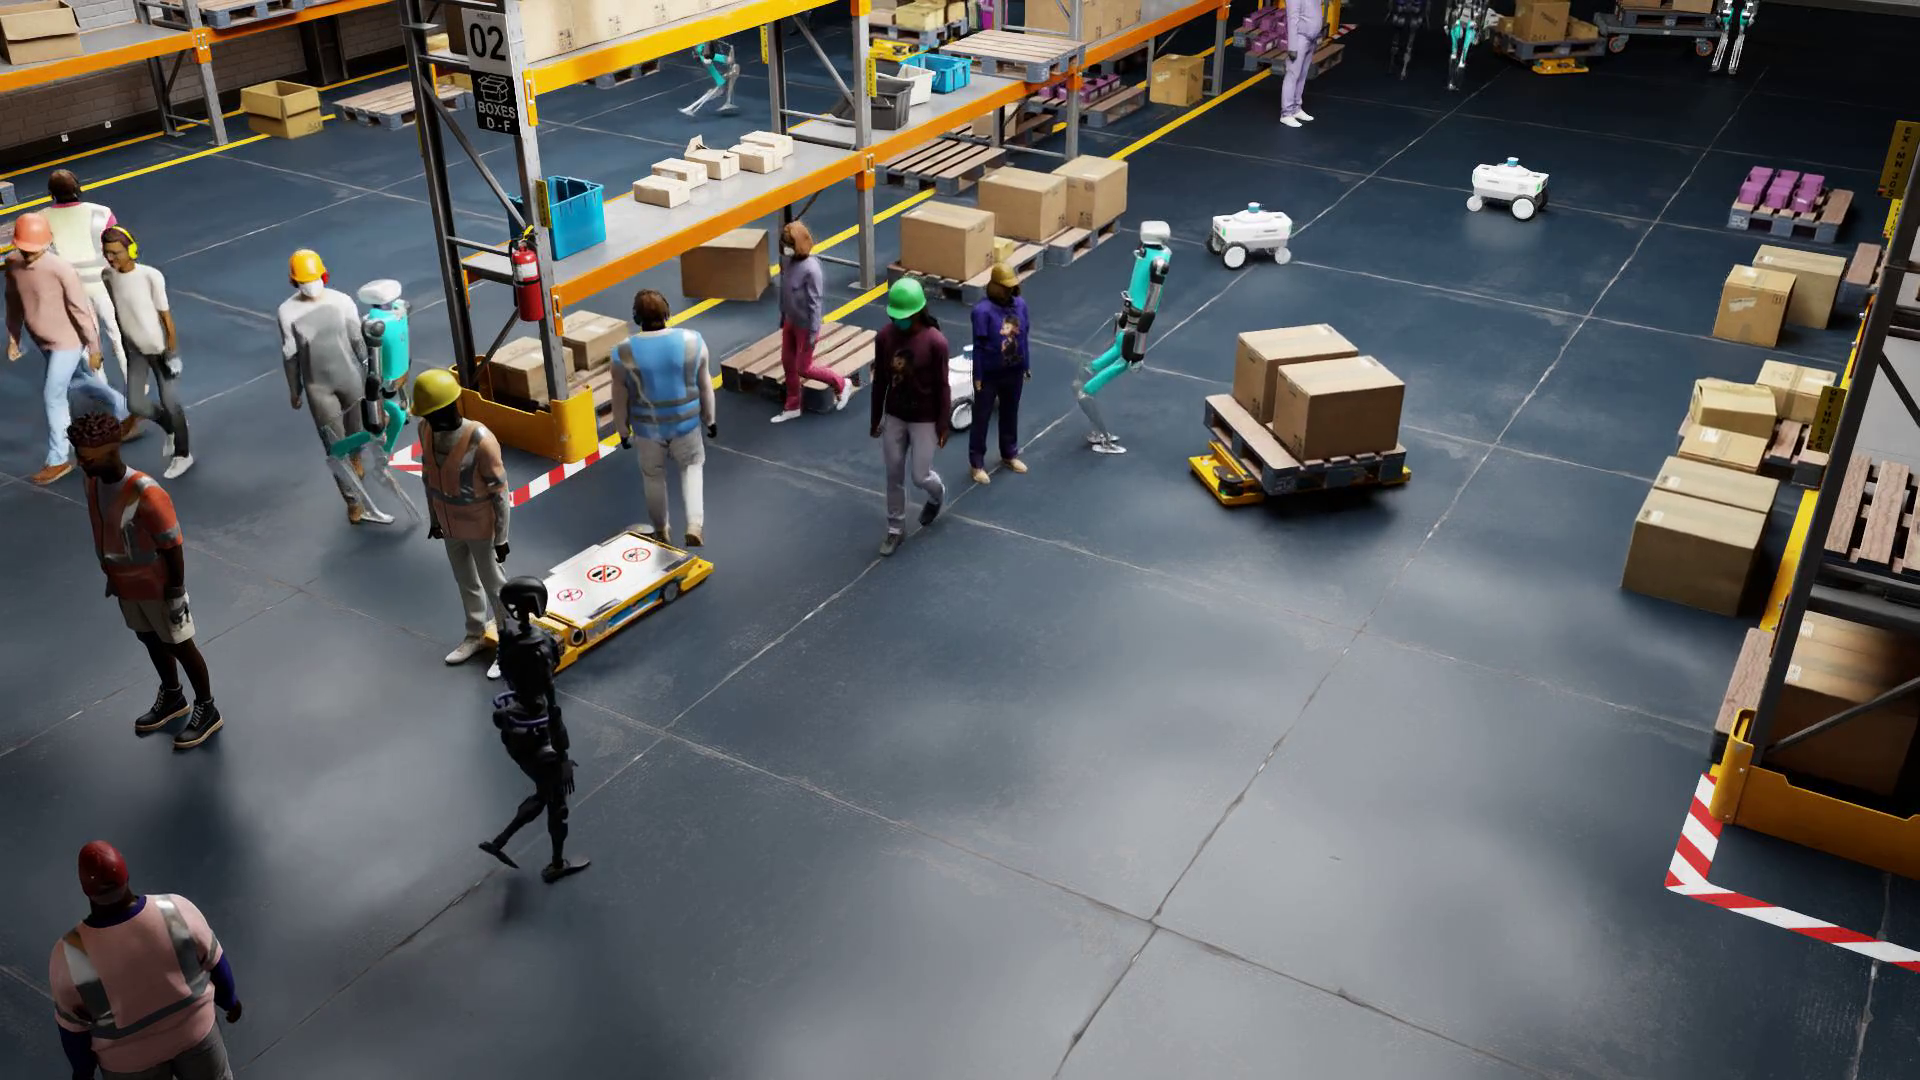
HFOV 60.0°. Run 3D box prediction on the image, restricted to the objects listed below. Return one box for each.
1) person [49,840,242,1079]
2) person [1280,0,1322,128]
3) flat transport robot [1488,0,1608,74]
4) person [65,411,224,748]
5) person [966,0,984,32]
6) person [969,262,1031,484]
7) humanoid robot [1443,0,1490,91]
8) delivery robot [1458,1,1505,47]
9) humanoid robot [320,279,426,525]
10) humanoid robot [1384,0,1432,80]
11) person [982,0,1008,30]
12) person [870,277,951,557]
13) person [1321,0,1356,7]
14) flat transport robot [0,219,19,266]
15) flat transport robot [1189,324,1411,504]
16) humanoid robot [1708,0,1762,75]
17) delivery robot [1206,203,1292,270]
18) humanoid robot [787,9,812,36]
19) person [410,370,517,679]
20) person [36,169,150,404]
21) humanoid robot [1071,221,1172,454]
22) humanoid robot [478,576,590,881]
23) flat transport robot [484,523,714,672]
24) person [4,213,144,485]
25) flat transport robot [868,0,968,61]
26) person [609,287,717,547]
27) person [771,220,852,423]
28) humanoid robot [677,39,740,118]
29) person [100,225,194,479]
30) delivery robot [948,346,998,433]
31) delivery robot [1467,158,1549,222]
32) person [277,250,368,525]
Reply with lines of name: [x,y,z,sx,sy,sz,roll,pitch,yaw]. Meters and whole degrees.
person: [-2.998,1.829,6.198,0.604,1.754,0.420,-23,37,-35]
person: [4.063,-5.891,19.700,0.414,1.908,0.641,18,34,28]
flat transport robot: [7.884,-6.583,22.587,0.659,0.231,1.431,-5,30,-9]
person: [-4.345,0.211,8.845,0.612,1.963,0.362,16,33,26]
person: [0.255,-8.211,23.986,0.575,1.716,0.586,-2,30,-3]
person: [0.289,-1.172,11.640,0.453,1.620,0.350,-17,33,-27]
humanoid robot: [6.363,-6.428,20.835,0.577,1.799,0.779,3,30,6]
delivery robot: [7.415,-7.333,23.634,0.499,0.606,0.809,-10,31,-17]
humanoid robot: [-3.926,-0.844,10.977,0.742,1.818,0.555,4,30,6]
humanoid robot: [5.856,-6.883,21.708,0.595,1.636,0.636,9,31,16]
person: [0.424,-6.379,20.622,0.337,1.847,0.514,3,30,5]
person: [-0.301,-0.821,10.718,0.536,1.927,0.561,13,32,22]
person: [5.796,-8.961,25.319,0.797,1.719,0.416,-18,34,-29]
flat transport robot: [-9.263,-2.719,15.751,0.659,0.231,1.431,16,33,26]
flat transport robot: [2.431,-0.549,11.912,1.431,0.231,0.659,-8,30,-13]
humanoid robot: [10.112,-6.918,21.551,0.533,1.677,0.735,16,33,27]
delivery robot: [2.741,-2.890,15.768,0.787,0.599,0.499,-5,30,-9]
humanoid robot: [-2.265,-8.057,23.761,0.612,1.656,0.406,7,30,13]
person: [-2.805,-0.089,9.427,0.592,1.913,0.384,16,33,26]
person: [-6.683,-1.936,12.793,0.615,1.830,0.431,-8,30,-14]
humanoid robot: [1.098,-1.427,11.955,0.749,1.739,0.546,-3,30,-5]
humanoid robot: [-2.078,0.940,7.846,0.490,1.636,0.596,-21,35,-32]
flat transport robot: [-2.254,0.339,10.342,0.659,0.231,1.431,18,34,29]
person: [-6.351,-1.439,11.802,0.637,1.929,0.992,15,33,25]
flat transport robot: [-0.685,-6.945,23.227,0.659,0.231,1.431,18,34,28]
person: [-1.896,-0.753,10.688,0.657,1.826,0.622,-8,30,-14]
person: [-1.144,-1.632,12.463,0.539,1.618,0.530,-20,35,-31]
humanoid robot: [-2.954,-5.881,19.851,1.026,1.731,0.554,-14,32,-23]
person: [-5.682,-1.317,11.660,0.503,1.859,0.431,5,30,9]
delivery robot: [0.061,-1.190,12.764,0.801,0.602,0.499,-19,34,-30]
delivery robot: [5.622,-3.624,17.034,0.739,0.566,0.499,16,33,27]
person: [-4.270,-1.116,11.305,0.578,1.863,0.912,-14,32,-23]
